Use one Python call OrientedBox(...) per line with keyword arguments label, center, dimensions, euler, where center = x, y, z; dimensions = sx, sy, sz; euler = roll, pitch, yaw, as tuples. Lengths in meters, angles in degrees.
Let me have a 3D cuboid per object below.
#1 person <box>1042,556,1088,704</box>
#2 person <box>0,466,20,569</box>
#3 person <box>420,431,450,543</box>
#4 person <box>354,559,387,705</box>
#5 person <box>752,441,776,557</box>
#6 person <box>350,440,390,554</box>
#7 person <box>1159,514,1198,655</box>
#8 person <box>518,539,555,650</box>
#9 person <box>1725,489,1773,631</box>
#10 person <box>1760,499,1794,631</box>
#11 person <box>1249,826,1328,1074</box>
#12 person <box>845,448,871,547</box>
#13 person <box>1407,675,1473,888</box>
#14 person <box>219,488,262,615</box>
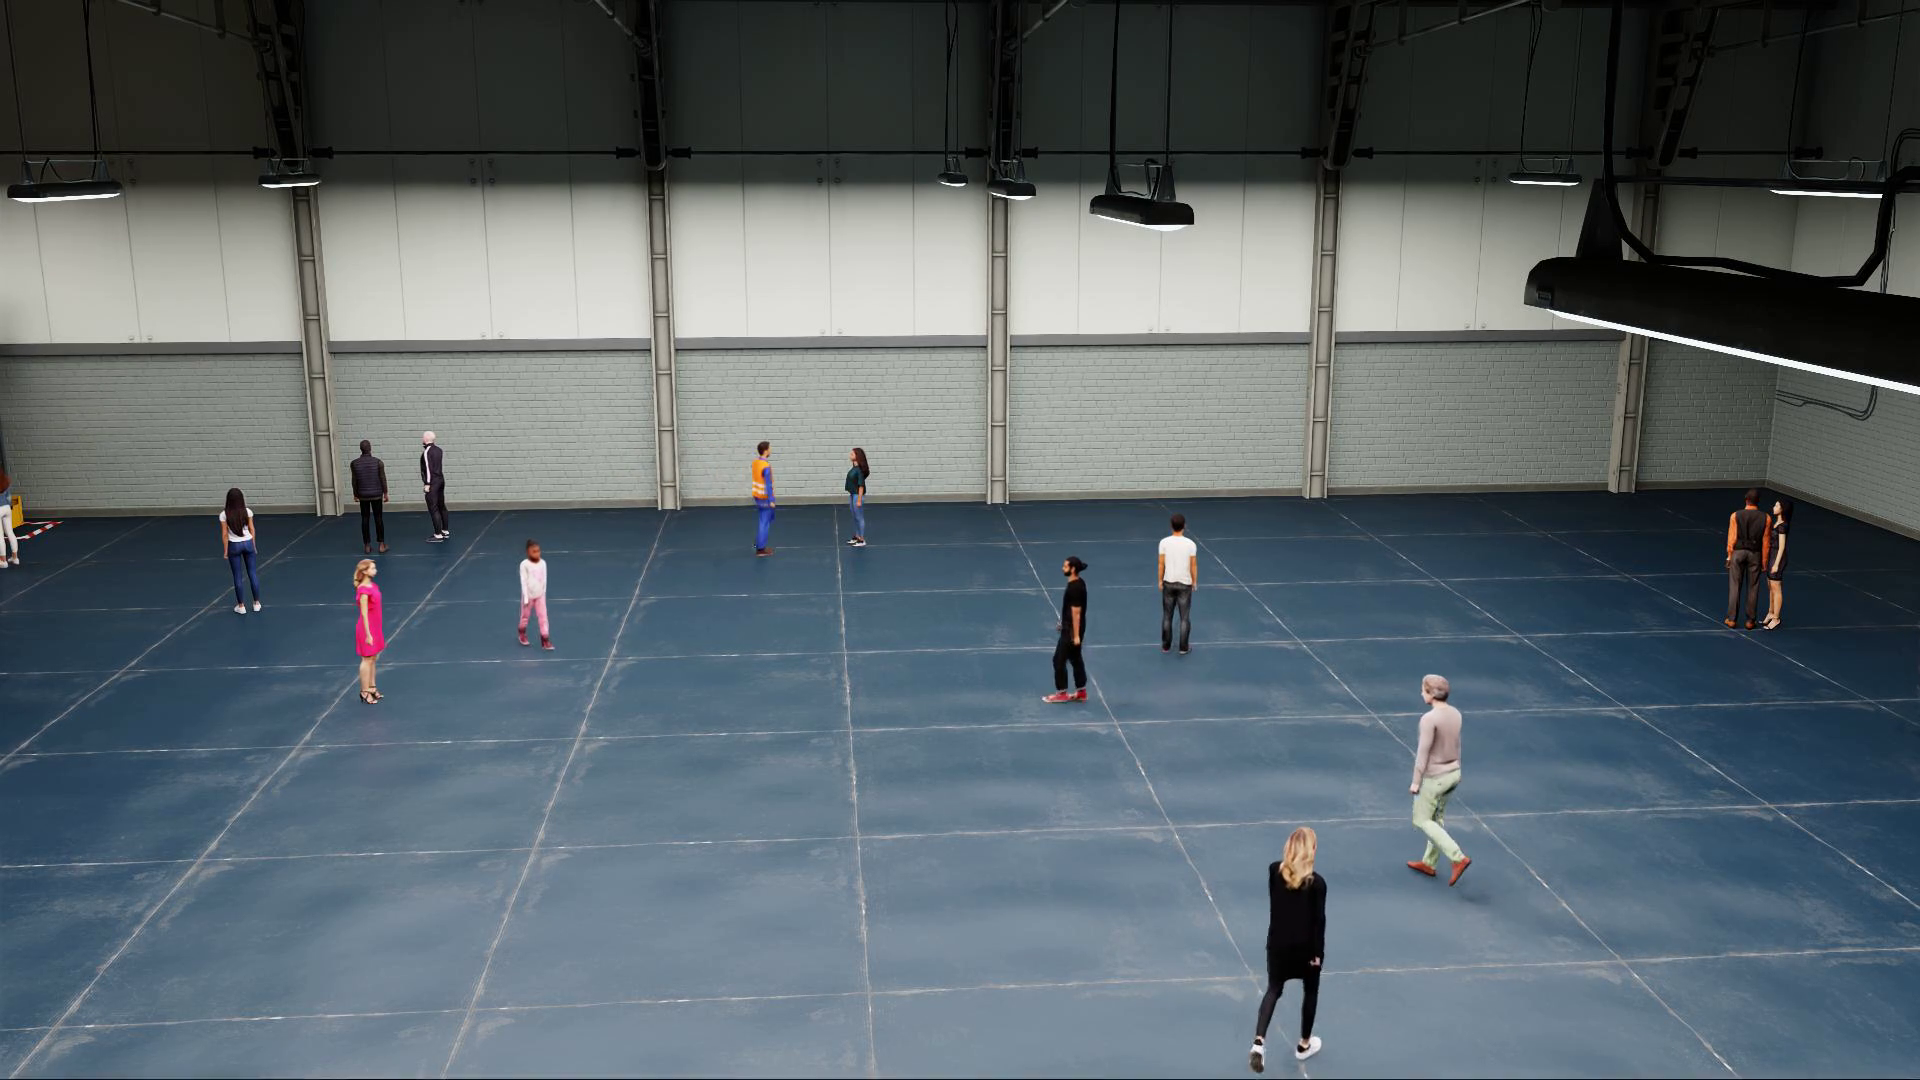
OrientedBox(label="person", center=(1.387, 1.049, 19.354), dimensions=(0.811, 1.746, 0.725), euler=(2, 13, 7))
OrientedBox(label="person", center=(-14.909, -0.429, 25.833), dimensions=(0.665, 1.701, 0.691), euler=(5, 14, 19))
OrientedBox(label="person", center=(-8.713, -0.901, 27.577), dimensions=(0.664, 1.836, 0.725), euler=(2, 13, 9))
OrientedBox(label="person", center=(-6.909, 1.050, 19.404), dimensions=(0.529, 1.720, 0.571), euler=(-1, 13, -4))
OrientedBox(label="person", center=(-3.206, -0.648, 26.447), dimensions=(0.830, 1.852, 0.836), euler=(-7, 15, -28))
OrientedBox(label="person", center=(-9.489, -0.710, 26.748), dimensions=(0.502, 1.836, 0.750), euler=(-2, 13, -7))
OrientedBox(label="person", center=(2.782, 0.558, 21.350), dimensions=(0.601, 1.801, 0.769), euler=(4, 14, 15))
OrientedBox(label="person", center=(-5.580, 0.700, 21.577), dimensions=(1.017, 1.422, 0.945), euler=(-10, 16, -37))
OrientedBox(label="person", center=(10.623, 0.250, 22.445), dimensions=(0.715, 1.908, 0.844), euler=(5, 14, 21))
OrientedBox(label="person", center=(11.020, 0.313, 22.428), dimensions=(0.606, 1.792, 0.650), euler=(4, 14, 15))
OrientedBox(label="person", center=(2.258, 2.853, 11.484), dimensions=(1.074, 1.781, 1.088), euler=(10, 16, 36))
OrientedBox(label="person", center=(-1.681, -0.716, 27.262), dimensions=(0.675, 1.616, 0.664), euler=(-5, 14, -20))
OrientedBox(label="person", center=(4.232, 2.122, 14.500), dimensions=(1.051, 1.845, 1.058), euler=(-10, 17, -38))
OrientedBox(label="person", center=(-10.034, 0.140, 23.214), dimensions=(0.611, 1.774, 0.728), euler=(-8, 15, -32))
